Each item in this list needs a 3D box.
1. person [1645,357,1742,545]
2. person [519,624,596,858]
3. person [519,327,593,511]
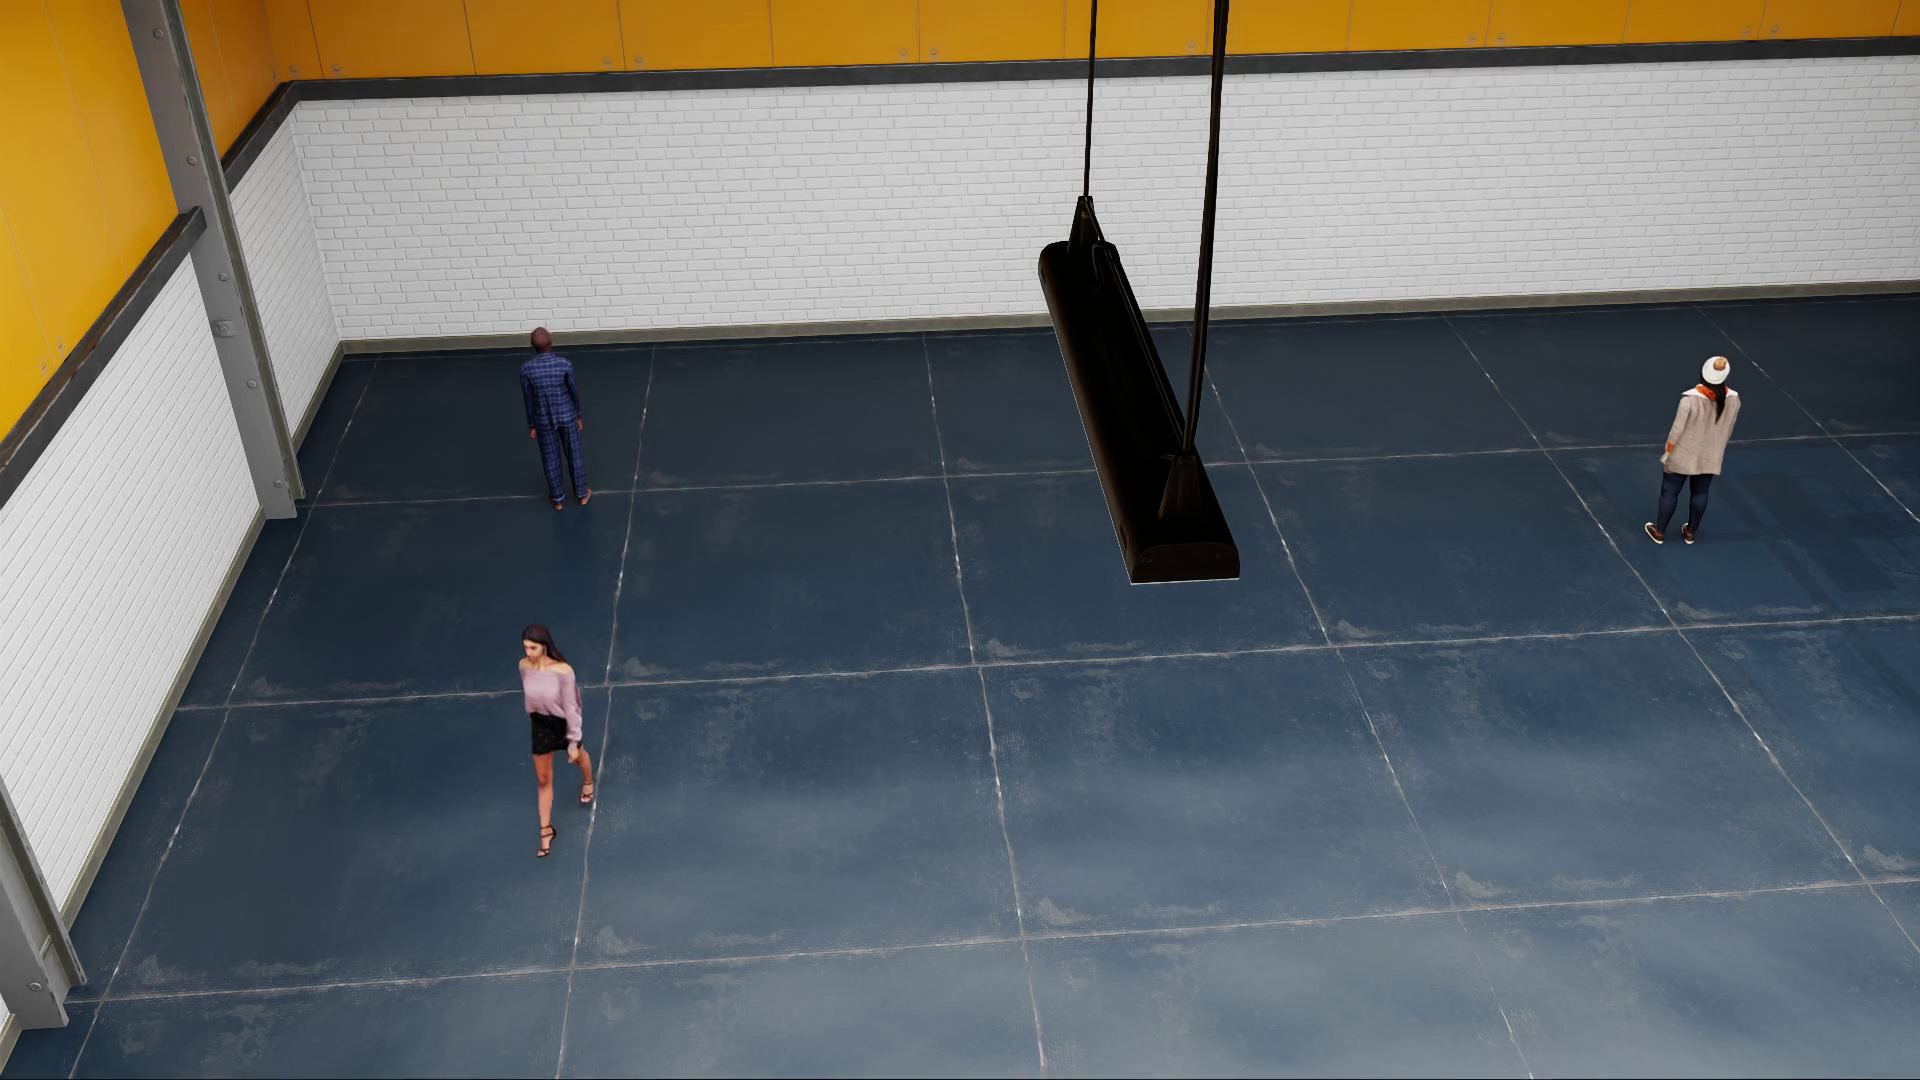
[{"bbox_3d":[6.531,-0.812,14.762,0.725,1.891,0.690,1,34,2],"label":"person"},{"bbox_3d":[-2.780,1.297,11.709,0.858,1.758,1.155,8,34,11],"label":"person"},{"bbox_3d":[-3.721,-1.123,15.295,0.709,1.818,0.660,-10,35,-15],"label":"person"}]
